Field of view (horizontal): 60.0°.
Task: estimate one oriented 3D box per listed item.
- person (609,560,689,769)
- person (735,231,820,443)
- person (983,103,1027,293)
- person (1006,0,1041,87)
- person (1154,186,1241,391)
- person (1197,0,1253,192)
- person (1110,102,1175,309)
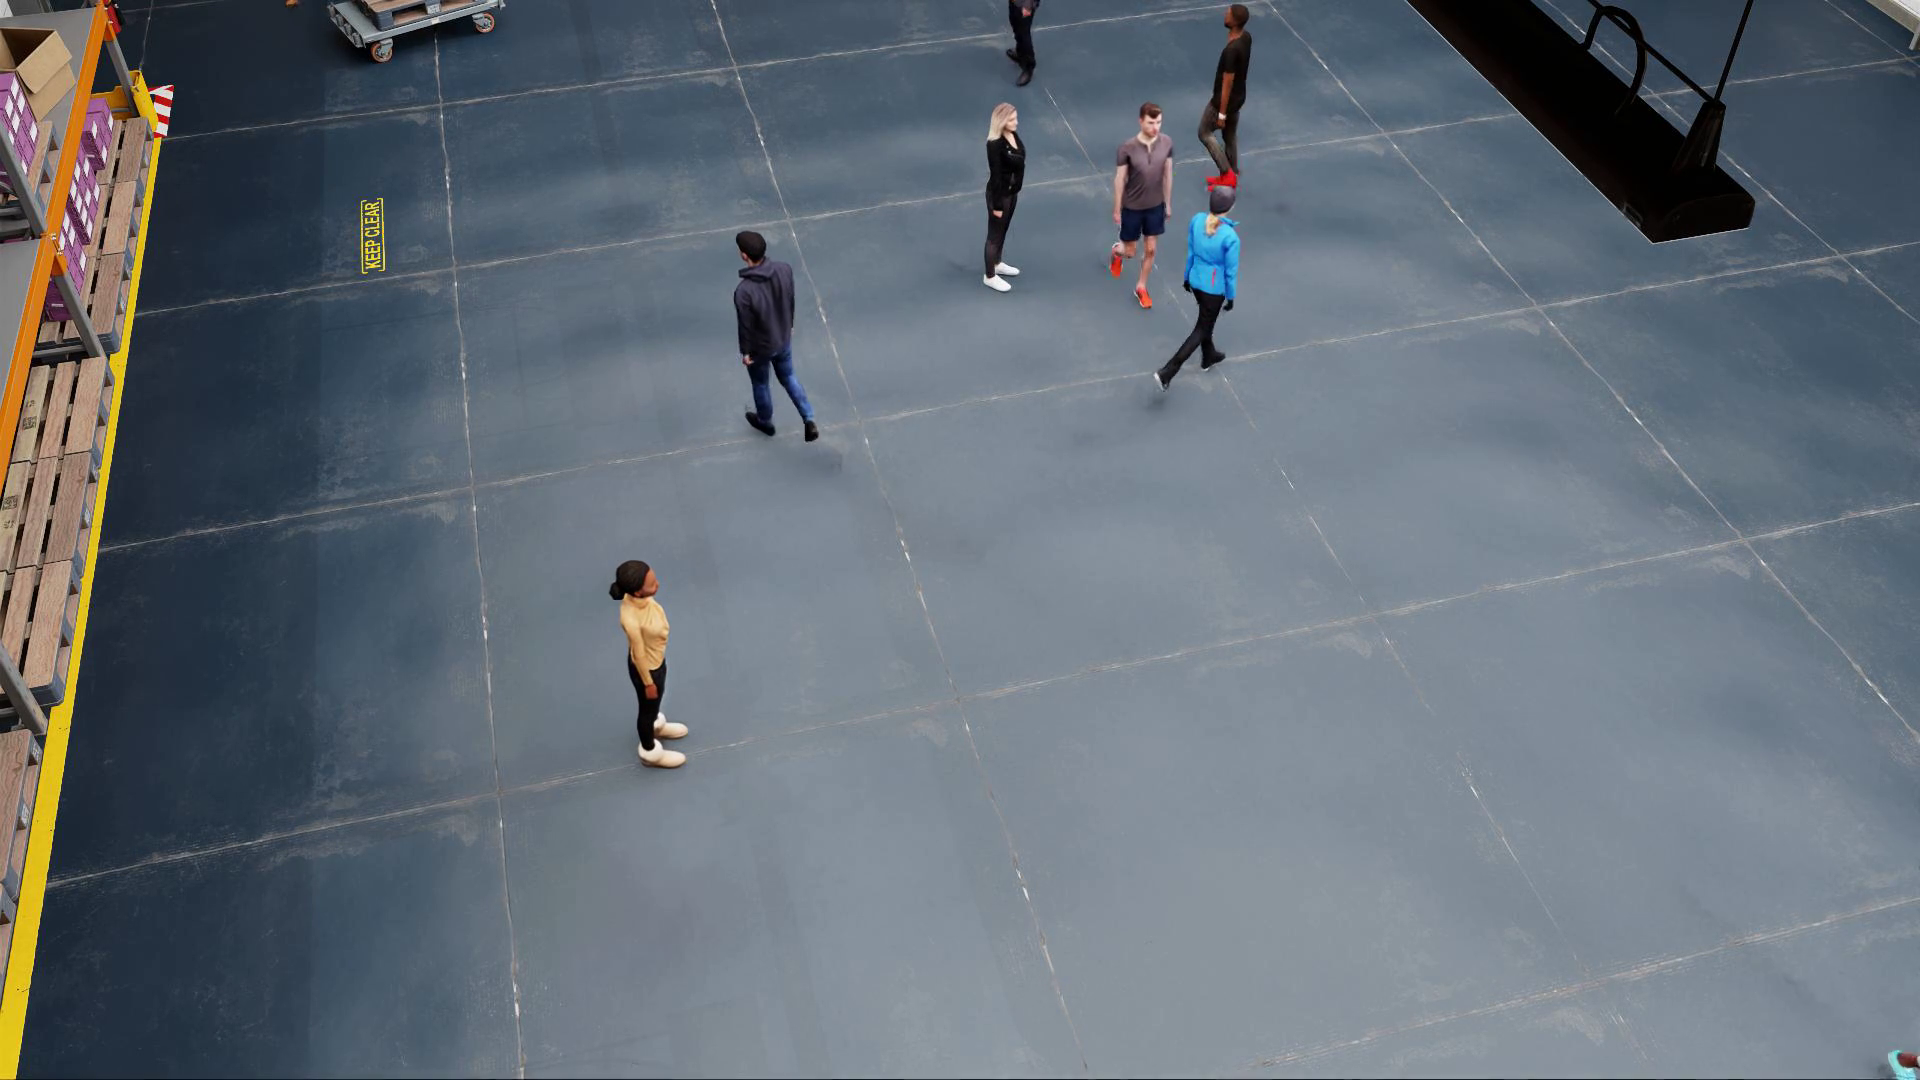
[{"bbox_3d":[-1.921,0.749,10.180,0.701,1.658,0.558,0,44,0],"label":"person"},{"bbox_3d":[-1.365,-1.448,12.329,0.955,1.875,1.126,-33,52,-29],"label":"person"},{"bbox_3d":[0.345,-2.906,13.997,0.760,1.685,0.663,14,45,14],"label":"person"},{"bbox_3d":[0.628,-5.479,16.611,0.993,1.805,0.570,-7,44,-8],"label":"person"},{"bbox_3d":[1.856,-1.910,12.894,0.988,1.765,1.136,-29,51,-27],"label":"person"},{"bbox_3d":[2.502,-3.946,15.010,0.860,1.794,0.801,22,48,22],"label":"person"},{"bbox_3d":[1.487,-2.821,13.798,0.660,1.837,0.840,-12,45,-12],"label":"person"}]
